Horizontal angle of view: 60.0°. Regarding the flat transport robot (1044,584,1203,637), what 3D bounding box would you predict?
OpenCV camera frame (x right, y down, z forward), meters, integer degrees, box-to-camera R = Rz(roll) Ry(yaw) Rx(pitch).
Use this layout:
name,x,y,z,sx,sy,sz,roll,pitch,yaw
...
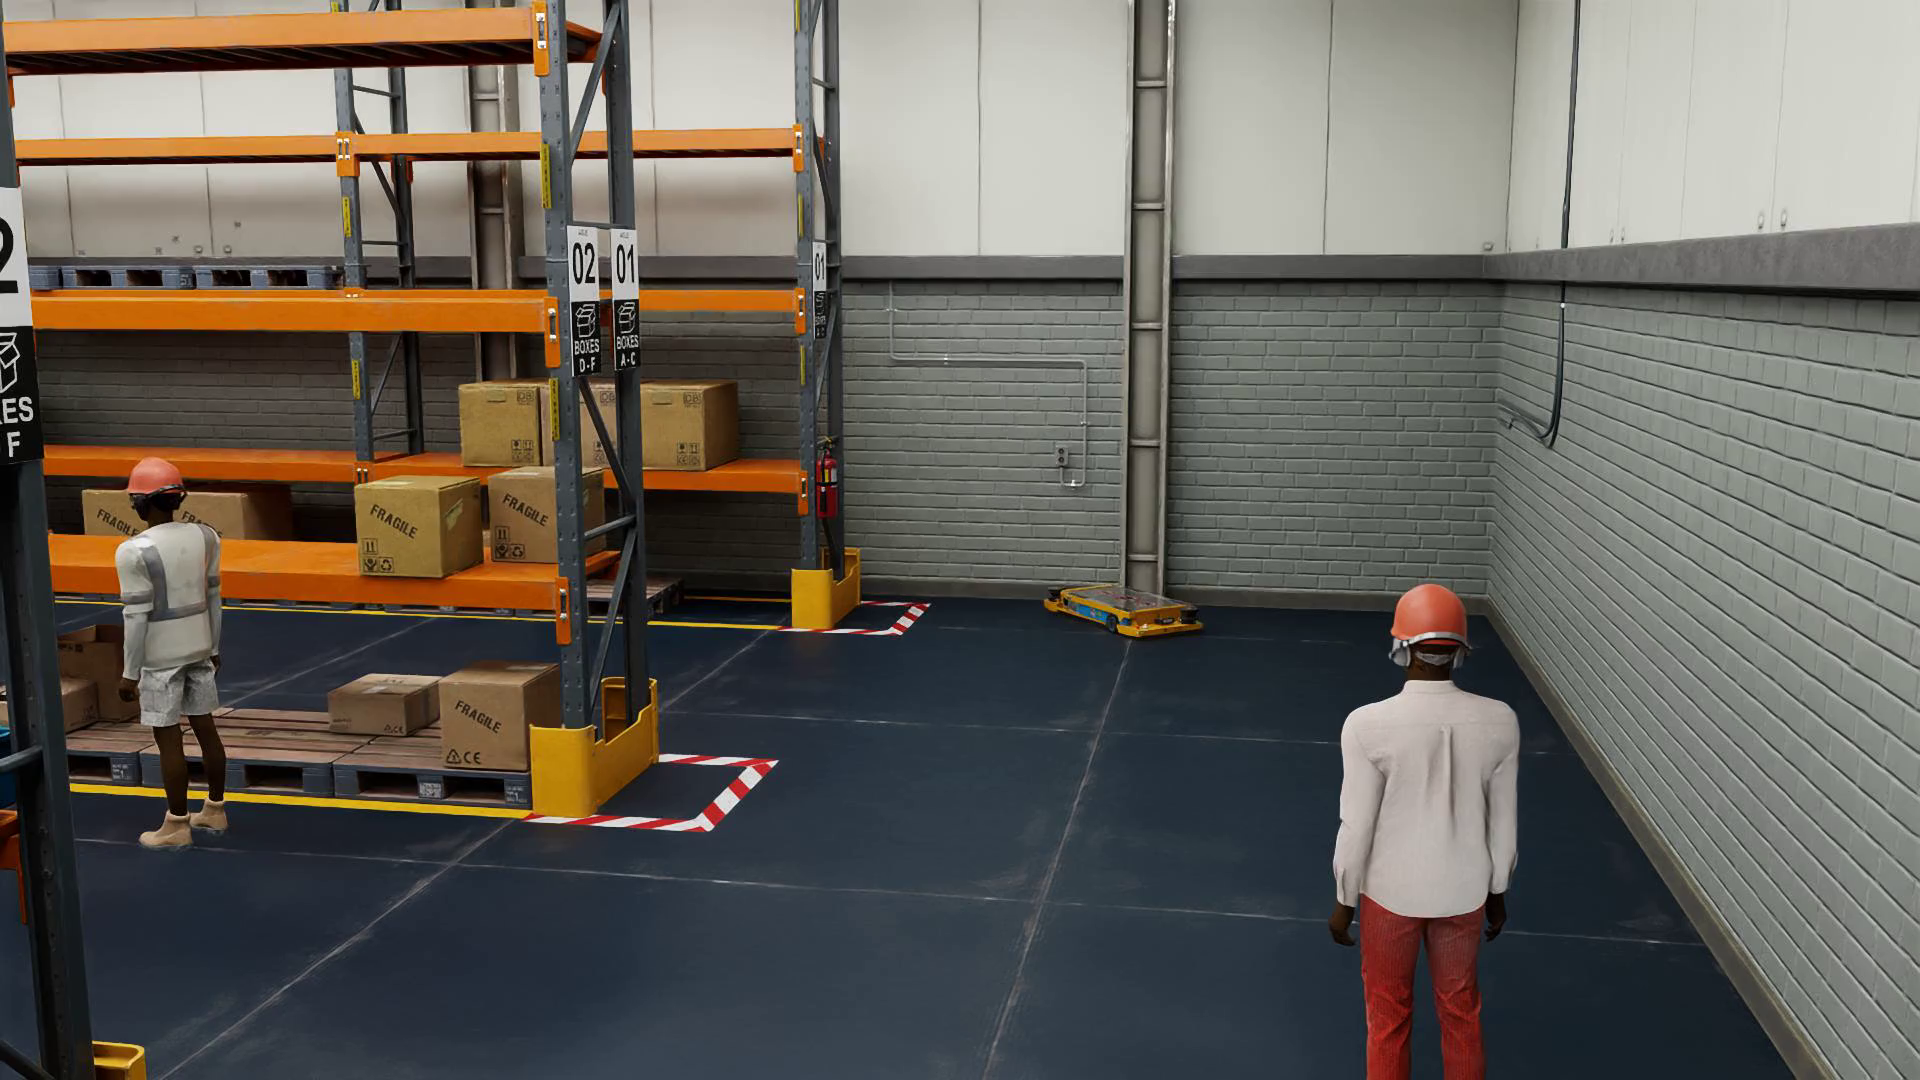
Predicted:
name,x,y,z,sx,sy,sz,roll,pitch,yaw
flat transport robot,1.372,0.578,14.171,0.652,0.197,1.431,-5,10,-29

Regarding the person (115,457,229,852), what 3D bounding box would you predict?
name,x,y,z,sx,sy,sz,roll,pitch,yaw
person,-4.094,0.590,8.615,0.378,2.045,0.605,4,10,22

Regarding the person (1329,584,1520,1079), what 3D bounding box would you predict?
name,x,y,z,sx,sy,sz,roll,pitch,yaw
person,1.499,1.130,5.418,0.622,1.992,0.395,-2,9,-10
